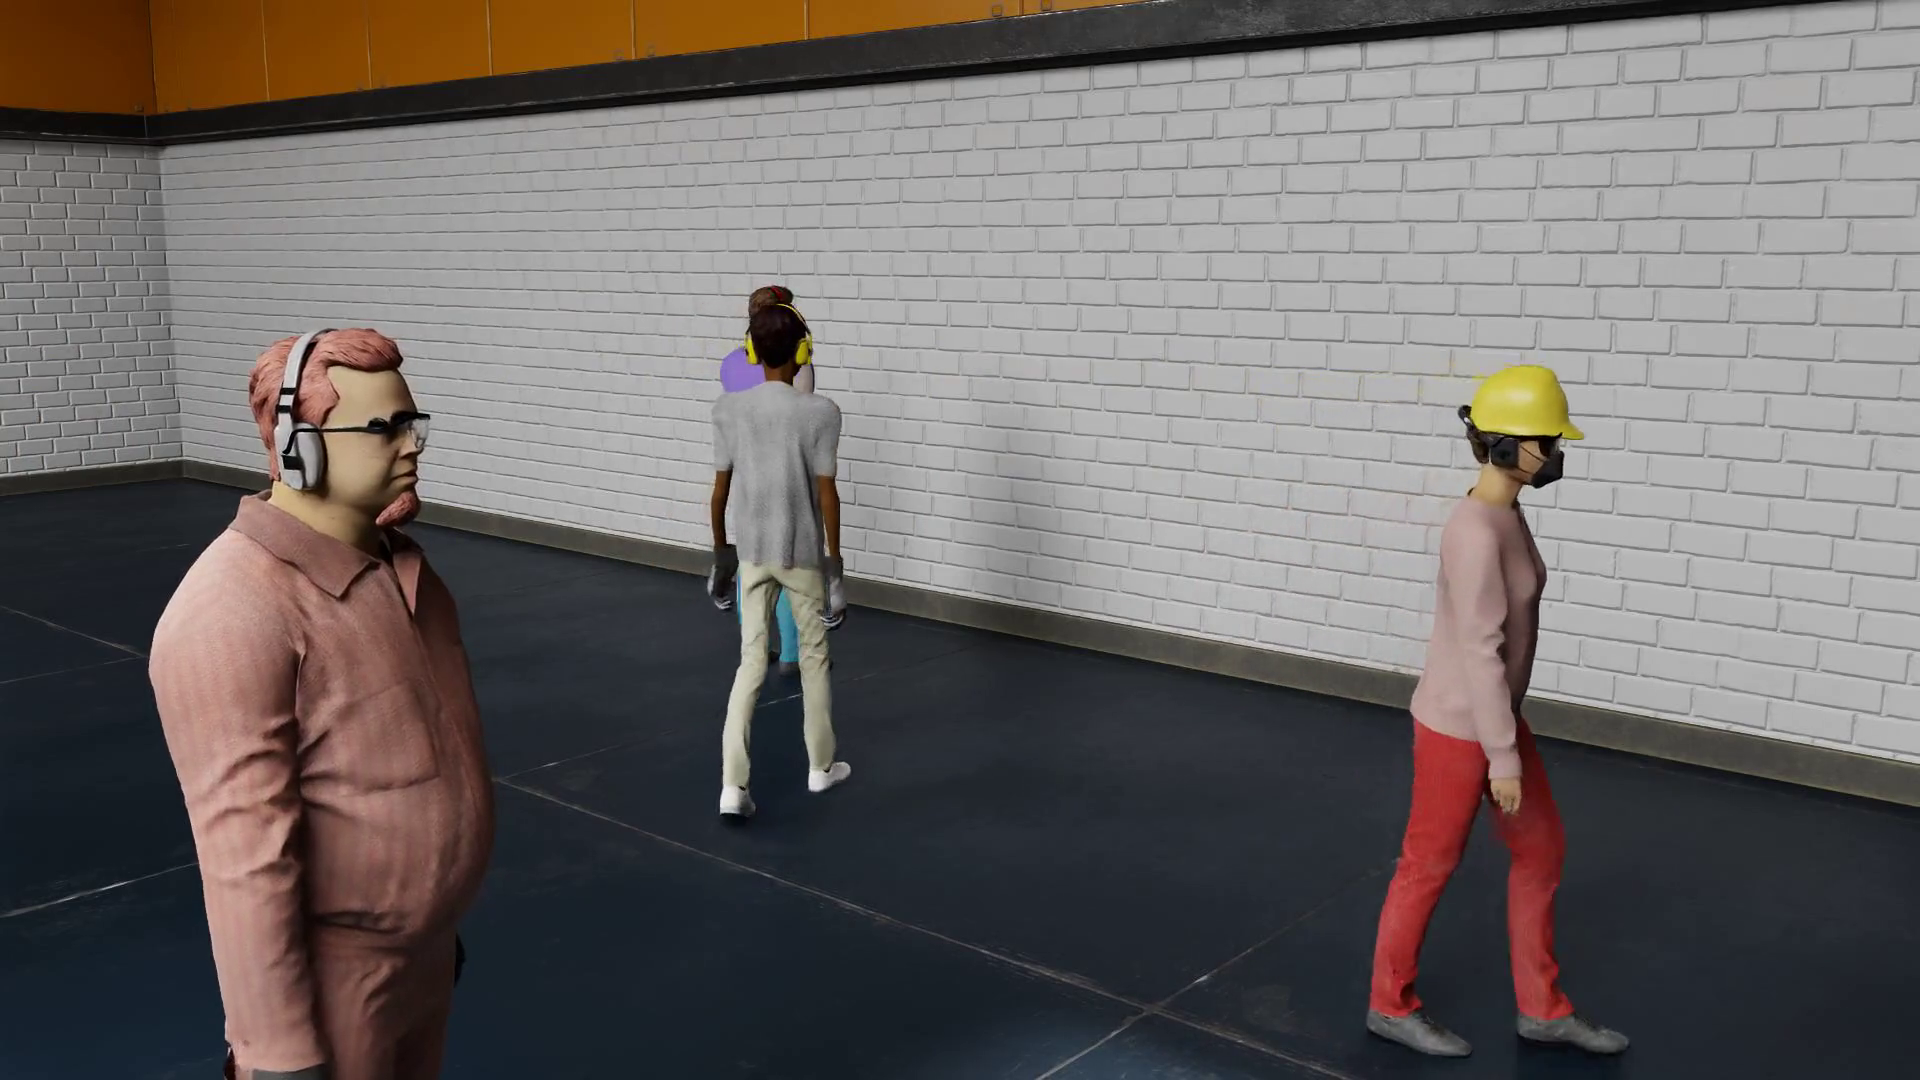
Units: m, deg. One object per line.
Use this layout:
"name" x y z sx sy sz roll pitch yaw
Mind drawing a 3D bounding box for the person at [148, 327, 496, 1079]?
"person" -0.902 0.637 2.538 0.400 1.910 0.643 1 10 4

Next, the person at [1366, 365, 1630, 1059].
"person" 1.356 0.454 4.015 0.743 1.737 0.556 5 11 27

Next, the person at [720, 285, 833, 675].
"person" -0.896 -0.277 7.904 0.567 1.849 0.389 7 12 36

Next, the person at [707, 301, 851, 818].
"person" -0.665 0.073 5.976 0.572 1.867 0.697 3 10 15
